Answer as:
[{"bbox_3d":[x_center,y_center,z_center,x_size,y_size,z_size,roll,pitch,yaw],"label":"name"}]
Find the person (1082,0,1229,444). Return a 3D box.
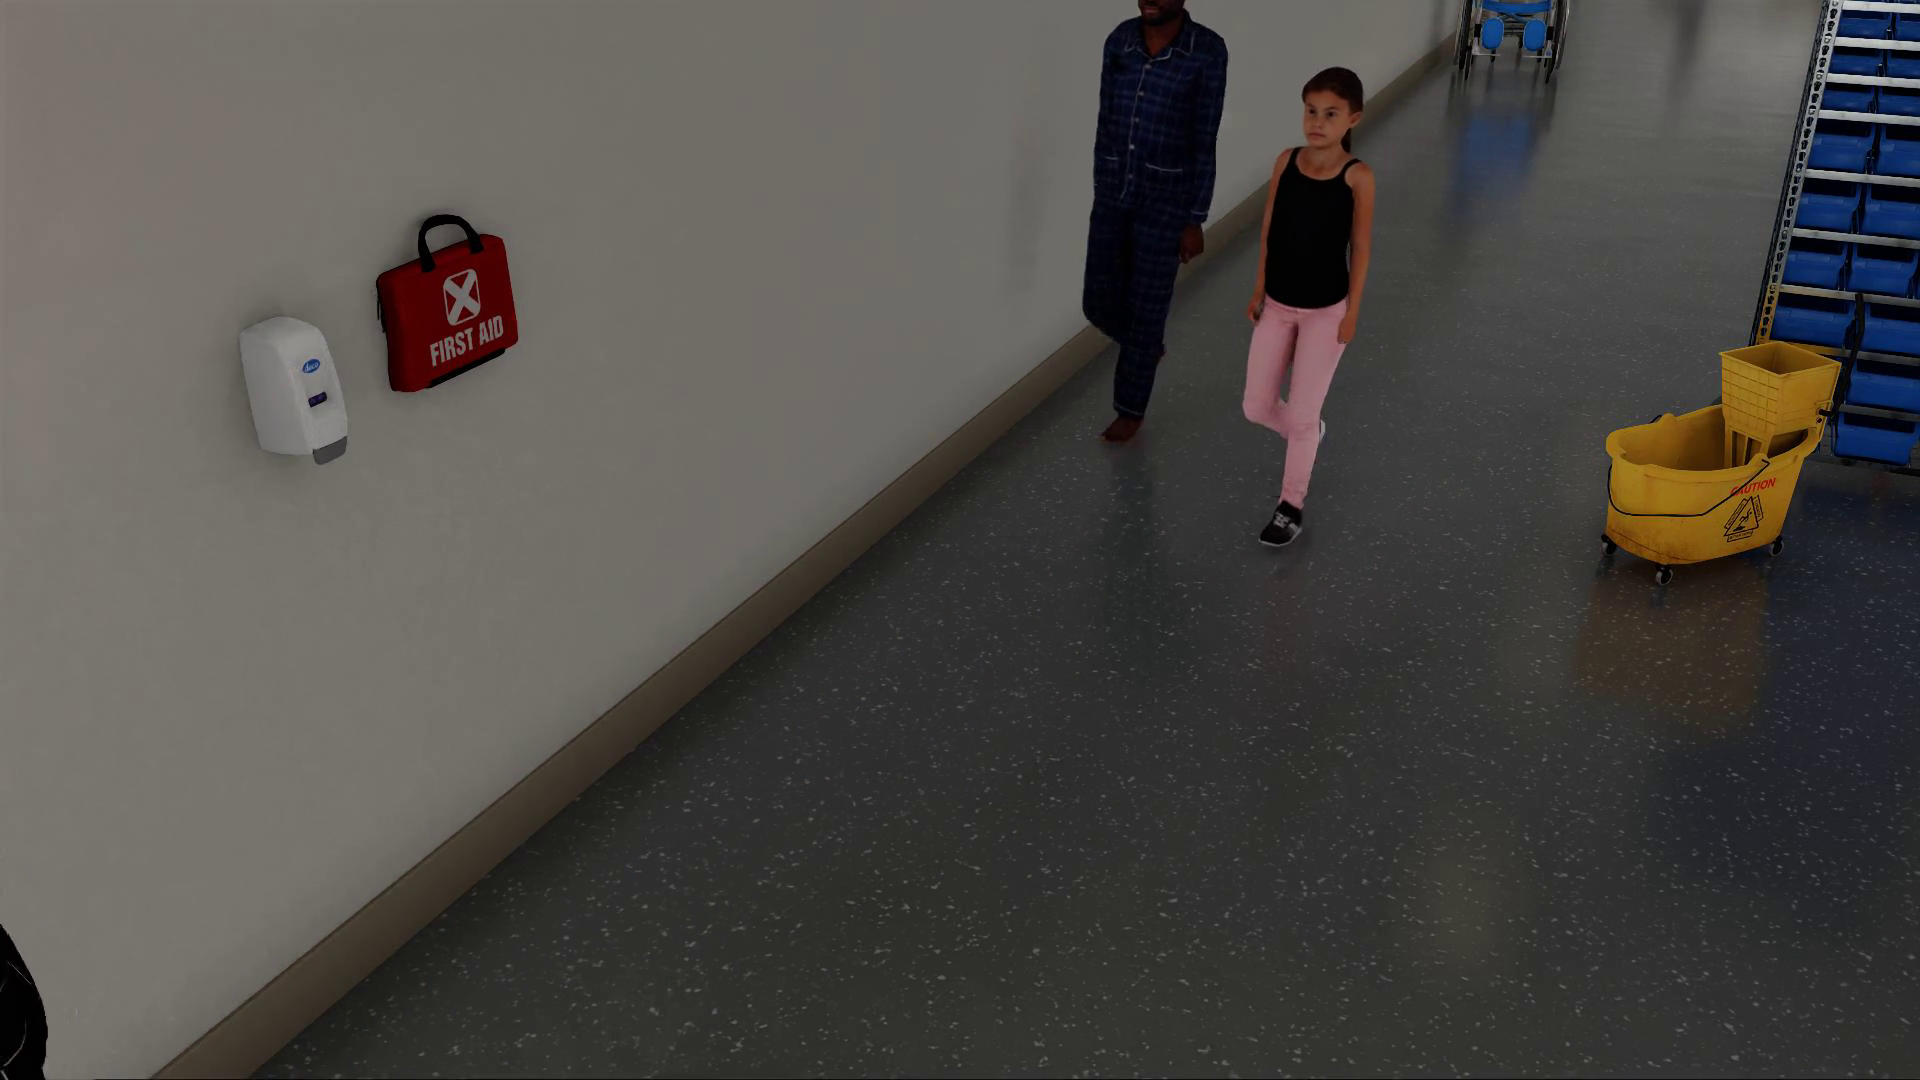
[{"bbox_3d":[0.750,-1.255,6.186,0.713,1.804,0.794,19,32,34],"label":"person"}]

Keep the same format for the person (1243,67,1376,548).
[{"bbox_3d":[1.154,-0.769,5.465,0.788,1.554,0.680,17,31,32],"label":"person"}]
